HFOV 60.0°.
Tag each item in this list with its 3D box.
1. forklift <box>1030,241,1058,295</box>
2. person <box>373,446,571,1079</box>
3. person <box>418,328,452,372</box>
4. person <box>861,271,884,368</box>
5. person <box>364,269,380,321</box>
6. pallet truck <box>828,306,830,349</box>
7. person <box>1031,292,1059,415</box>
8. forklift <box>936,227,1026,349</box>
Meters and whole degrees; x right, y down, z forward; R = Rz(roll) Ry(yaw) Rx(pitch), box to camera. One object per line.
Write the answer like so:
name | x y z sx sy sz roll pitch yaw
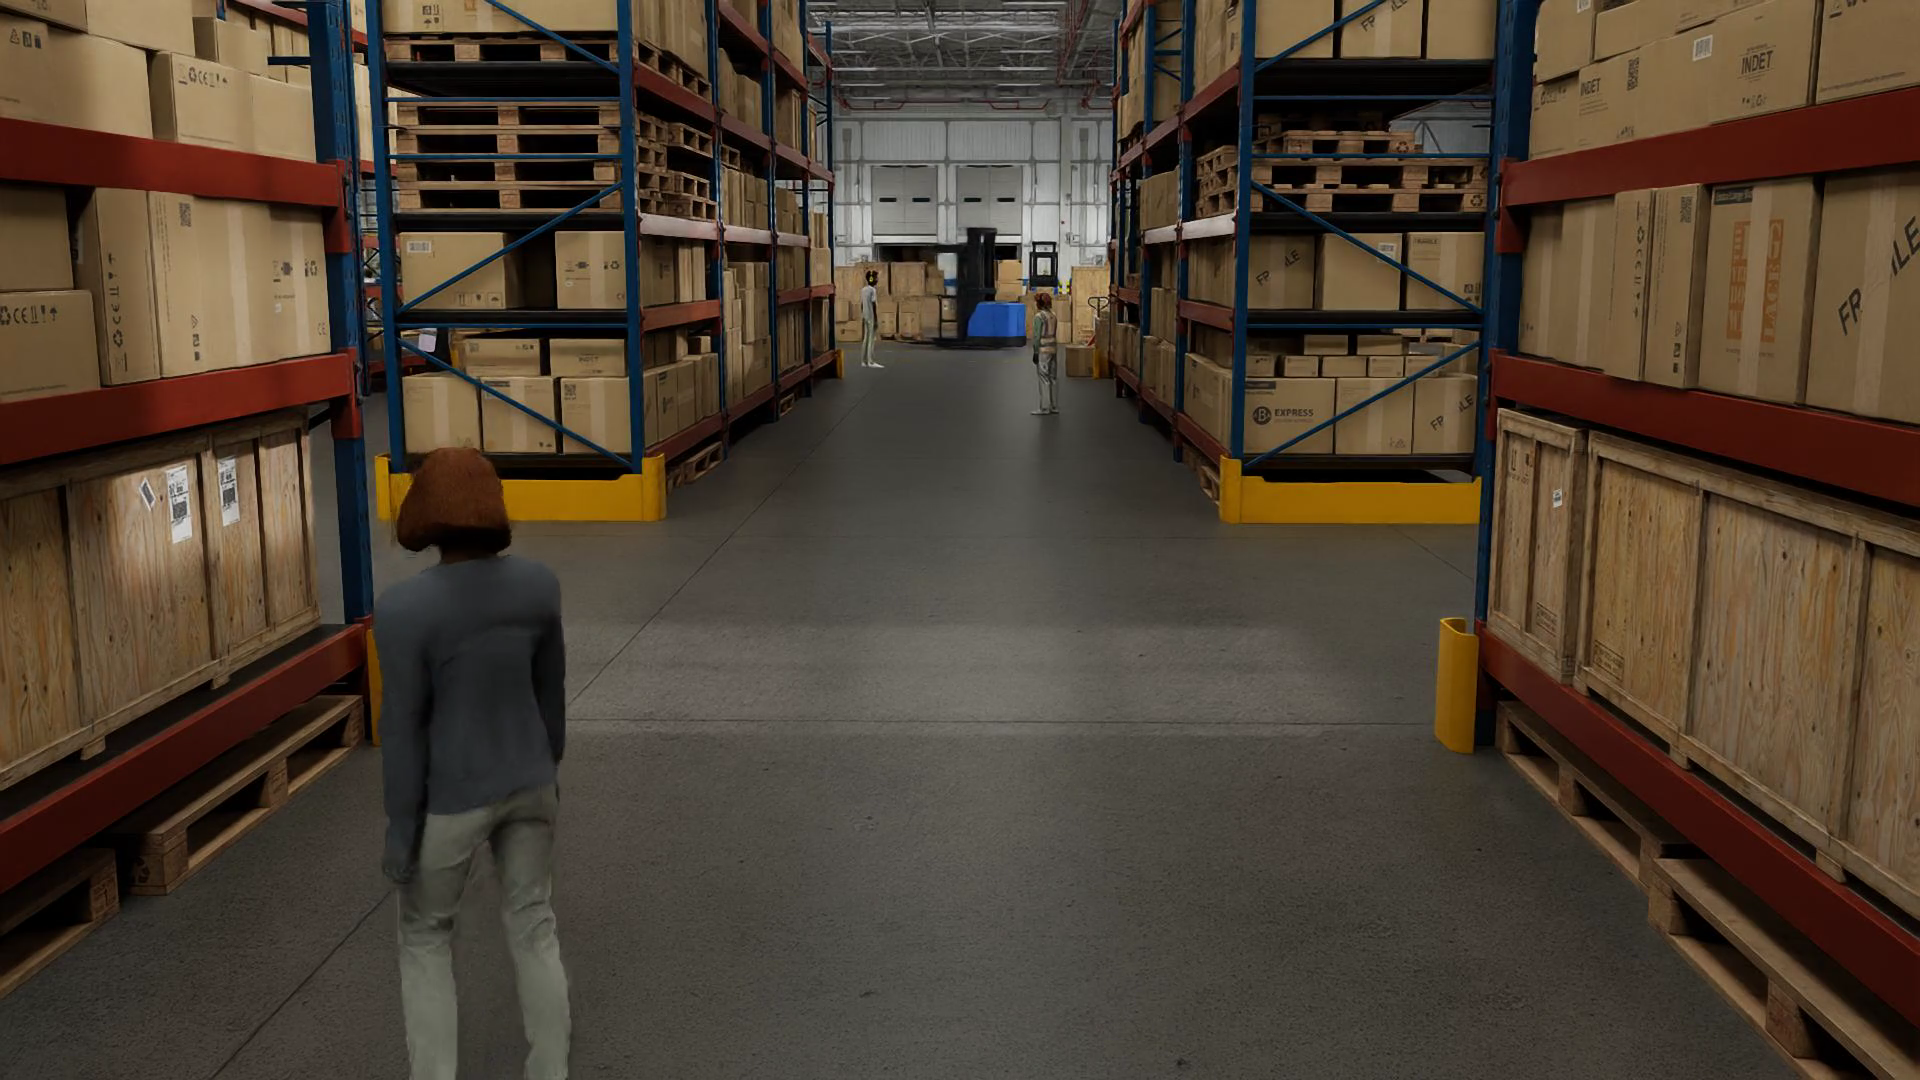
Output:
forklift | 3.223 -10.085 63.971 1.129 2.768 1.873 0 9 1
person | -1.090 0.595 3.820 0.402 1.603 0.517 8 12 40
person | -6.169 -2.200 19.616 0.391 1.920 0.587 -7 12 -36
person | -1.716 -4.235 31.979 0.335 1.864 0.521 -5 11 -30
person | -20.213 -8.367 56.904 0.930 1.808 0.634 5 11 26
pallet truck | -3.100 -3.940 29.800 1.885 1.965 0.823 3 10 19
person | 1.134 -2.474 22.131 0.318 1.630 0.513 6 11 31
forklift | 0.523 -5.883 38.802 1.873 2.768 1.129 5 11 27
